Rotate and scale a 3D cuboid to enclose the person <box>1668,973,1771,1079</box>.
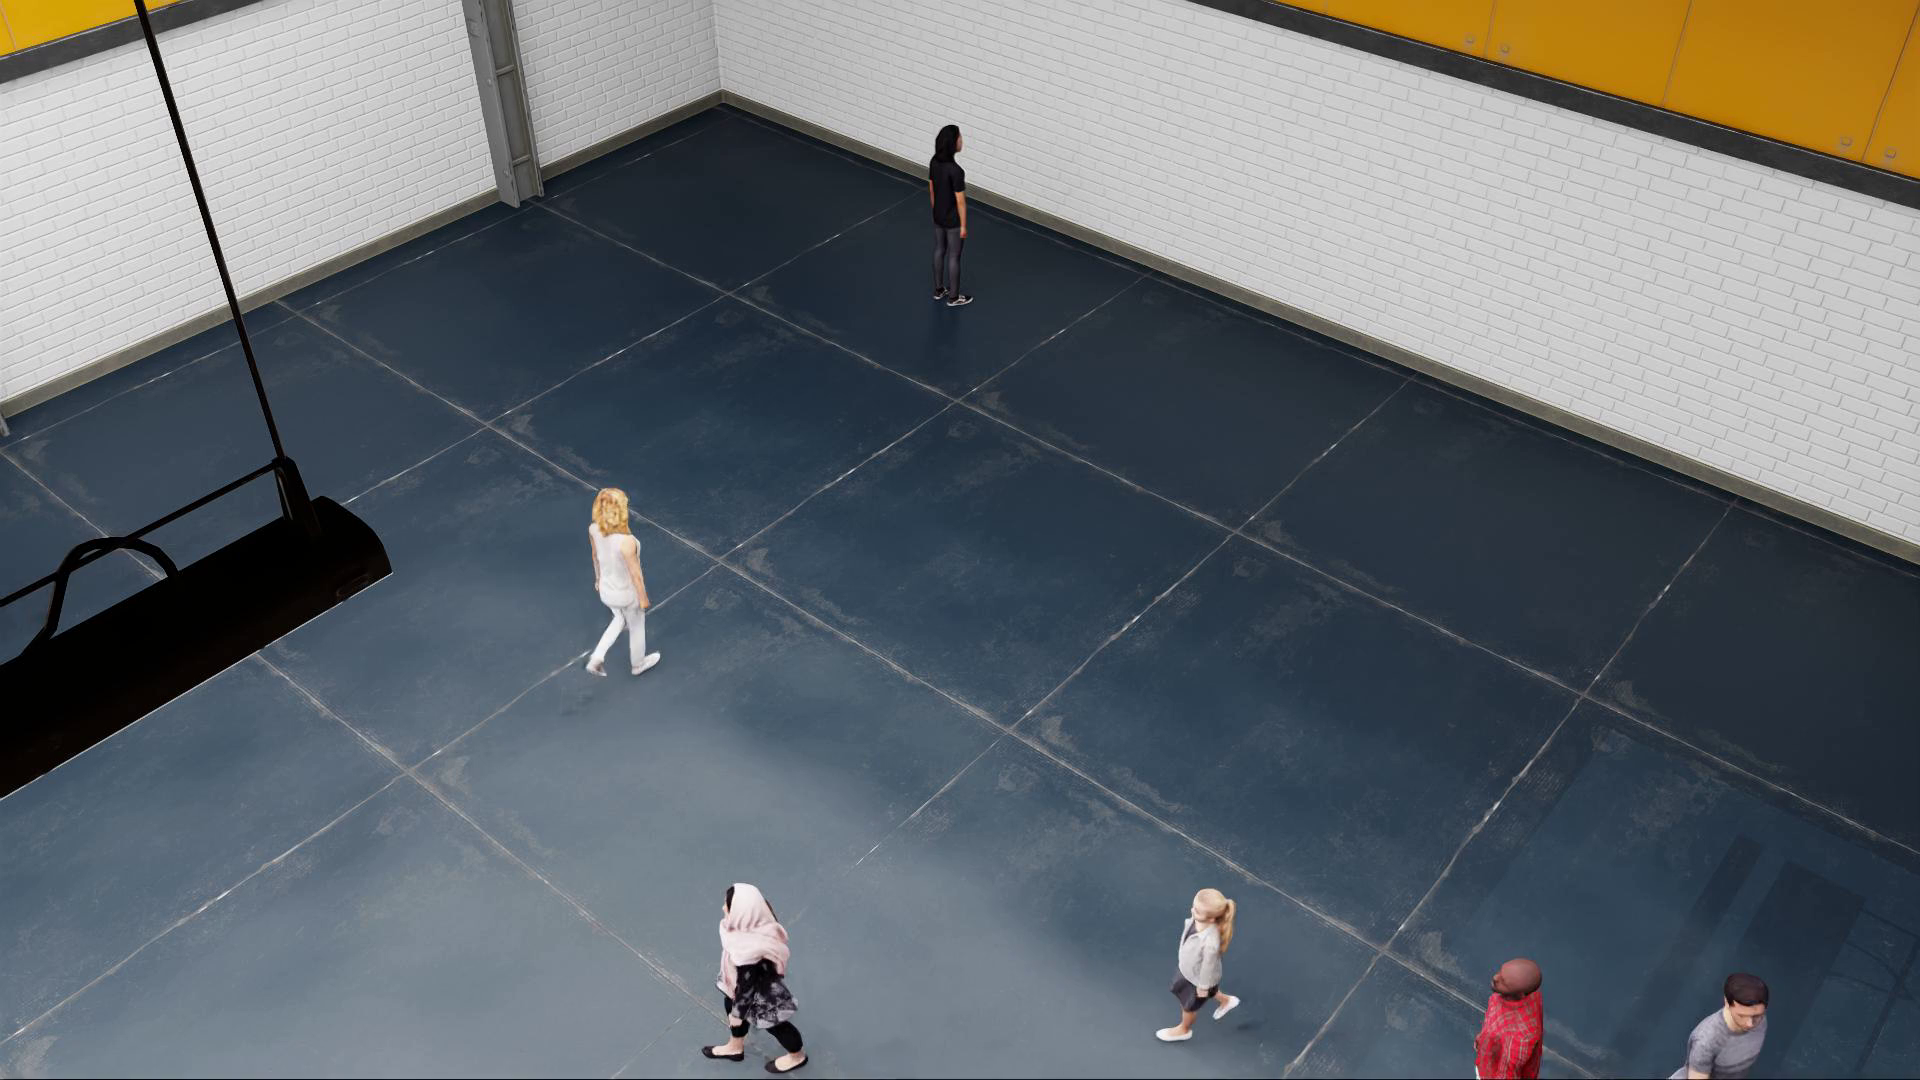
[{"bbox_3d":[3.740,2.825,8.603,1.252,1.823,1.145,-15,41,-18],"label":"person"}]

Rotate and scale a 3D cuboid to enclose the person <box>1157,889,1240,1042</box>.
[{"bbox_3d":[1.430,2.444,9.527,0.799,1.265,0.743,-3,39,-3],"label":"person"}]

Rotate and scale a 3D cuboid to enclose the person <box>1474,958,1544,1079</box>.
[{"bbox_3d":[2.911,2.770,8.699,0.901,1.789,0.924,16,41,20],"label":"person"}]

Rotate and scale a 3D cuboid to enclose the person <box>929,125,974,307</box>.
[{"bbox_3d":[-0.122,-3.136,16.058,0.586,1.834,0.664,-28,46,-30],"label":"person"}]

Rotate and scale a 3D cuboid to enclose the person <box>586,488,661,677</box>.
[{"bbox_3d":[-2.475,0.374,11.804,0.582,1.658,0.792,28,46,30],"label":"person"}]

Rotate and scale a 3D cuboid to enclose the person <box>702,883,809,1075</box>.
[{"bbox_3d":[-1.031,2.458,9.231,0.977,1.613,0.915,-5,39,-6],"label":"person"}]
